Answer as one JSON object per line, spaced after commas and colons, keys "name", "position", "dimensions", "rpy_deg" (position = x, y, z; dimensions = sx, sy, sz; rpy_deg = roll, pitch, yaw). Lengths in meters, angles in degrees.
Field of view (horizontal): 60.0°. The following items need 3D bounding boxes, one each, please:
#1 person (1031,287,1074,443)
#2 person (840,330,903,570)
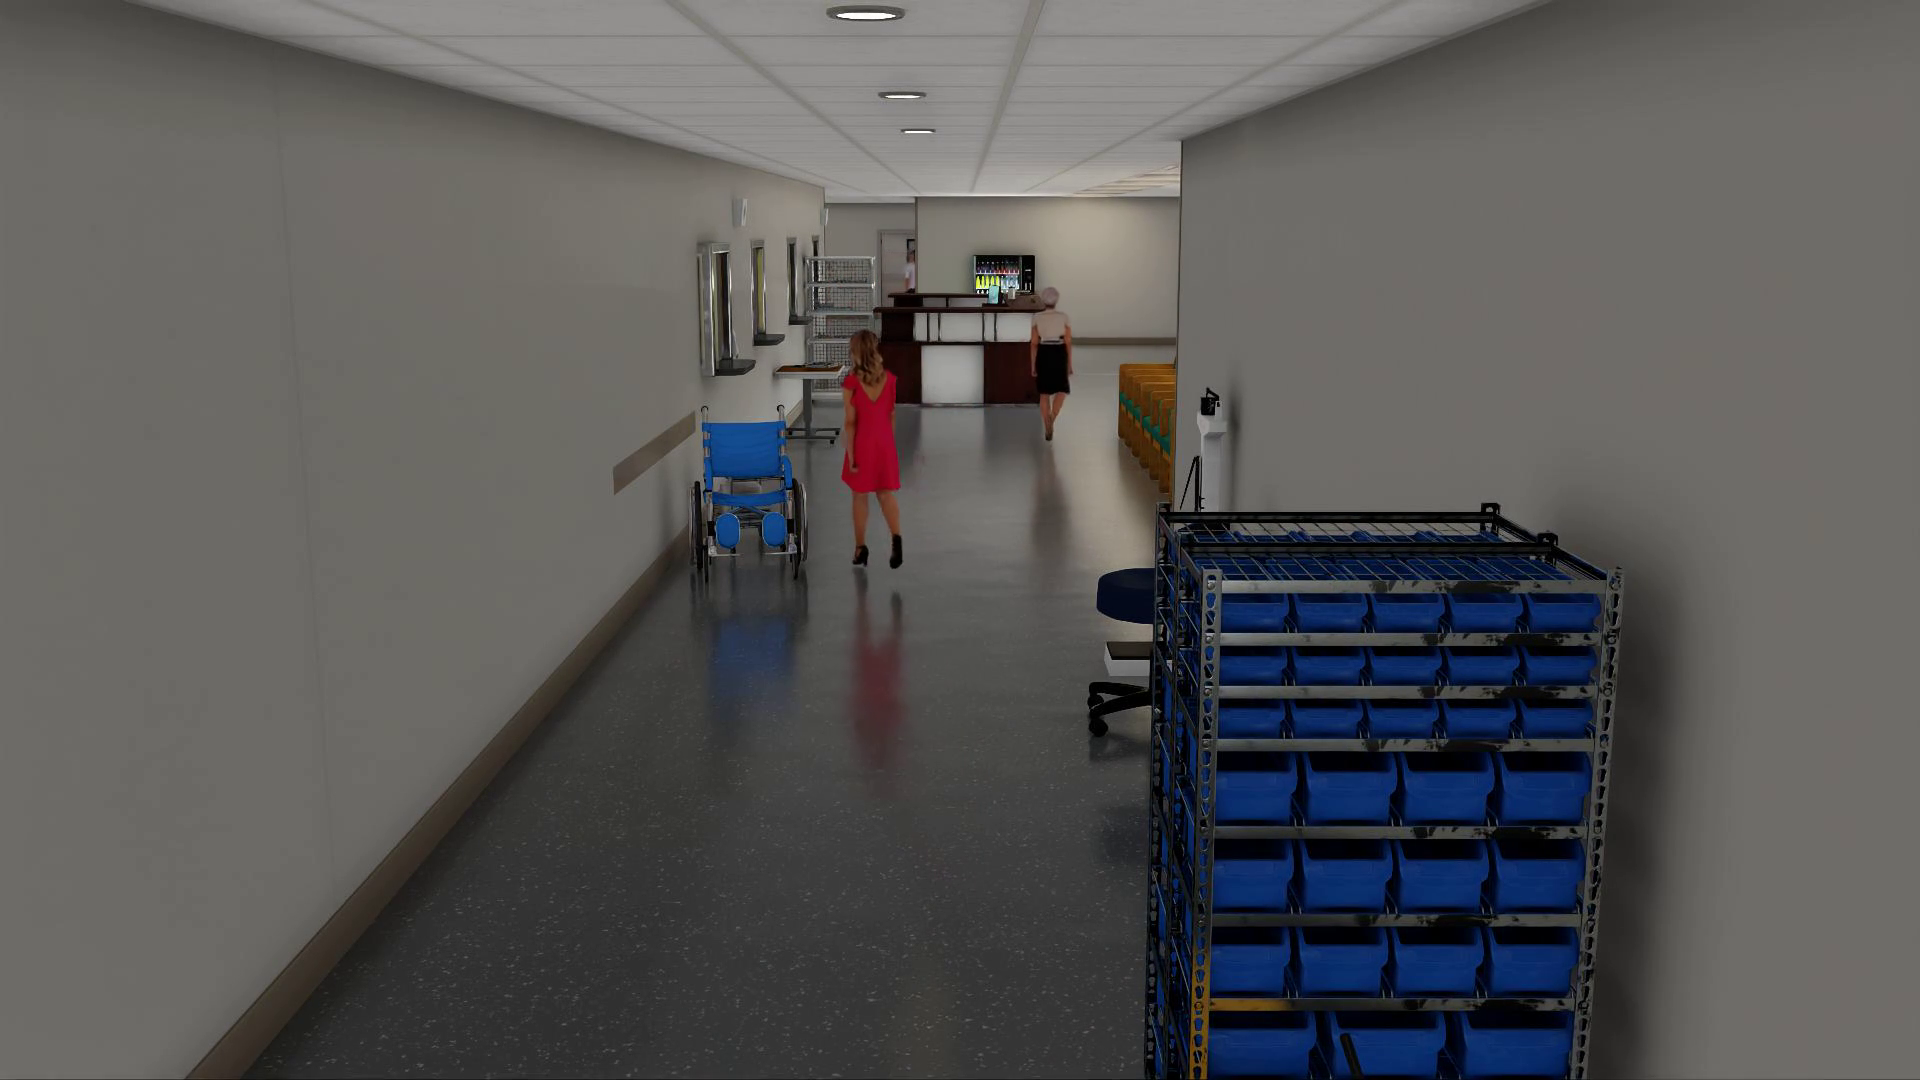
{"name": "person", "position": [1.017, -1.929, 18.553], "dimensions": [0.882, 1.739, 0.791], "rpy_deg": [2, 11, 10]}
{"name": "person", "position": [-0.578, -0.595, 11.640], "dimensions": [1.007, 1.696, 0.851], "rpy_deg": [-4, 11, -19]}
